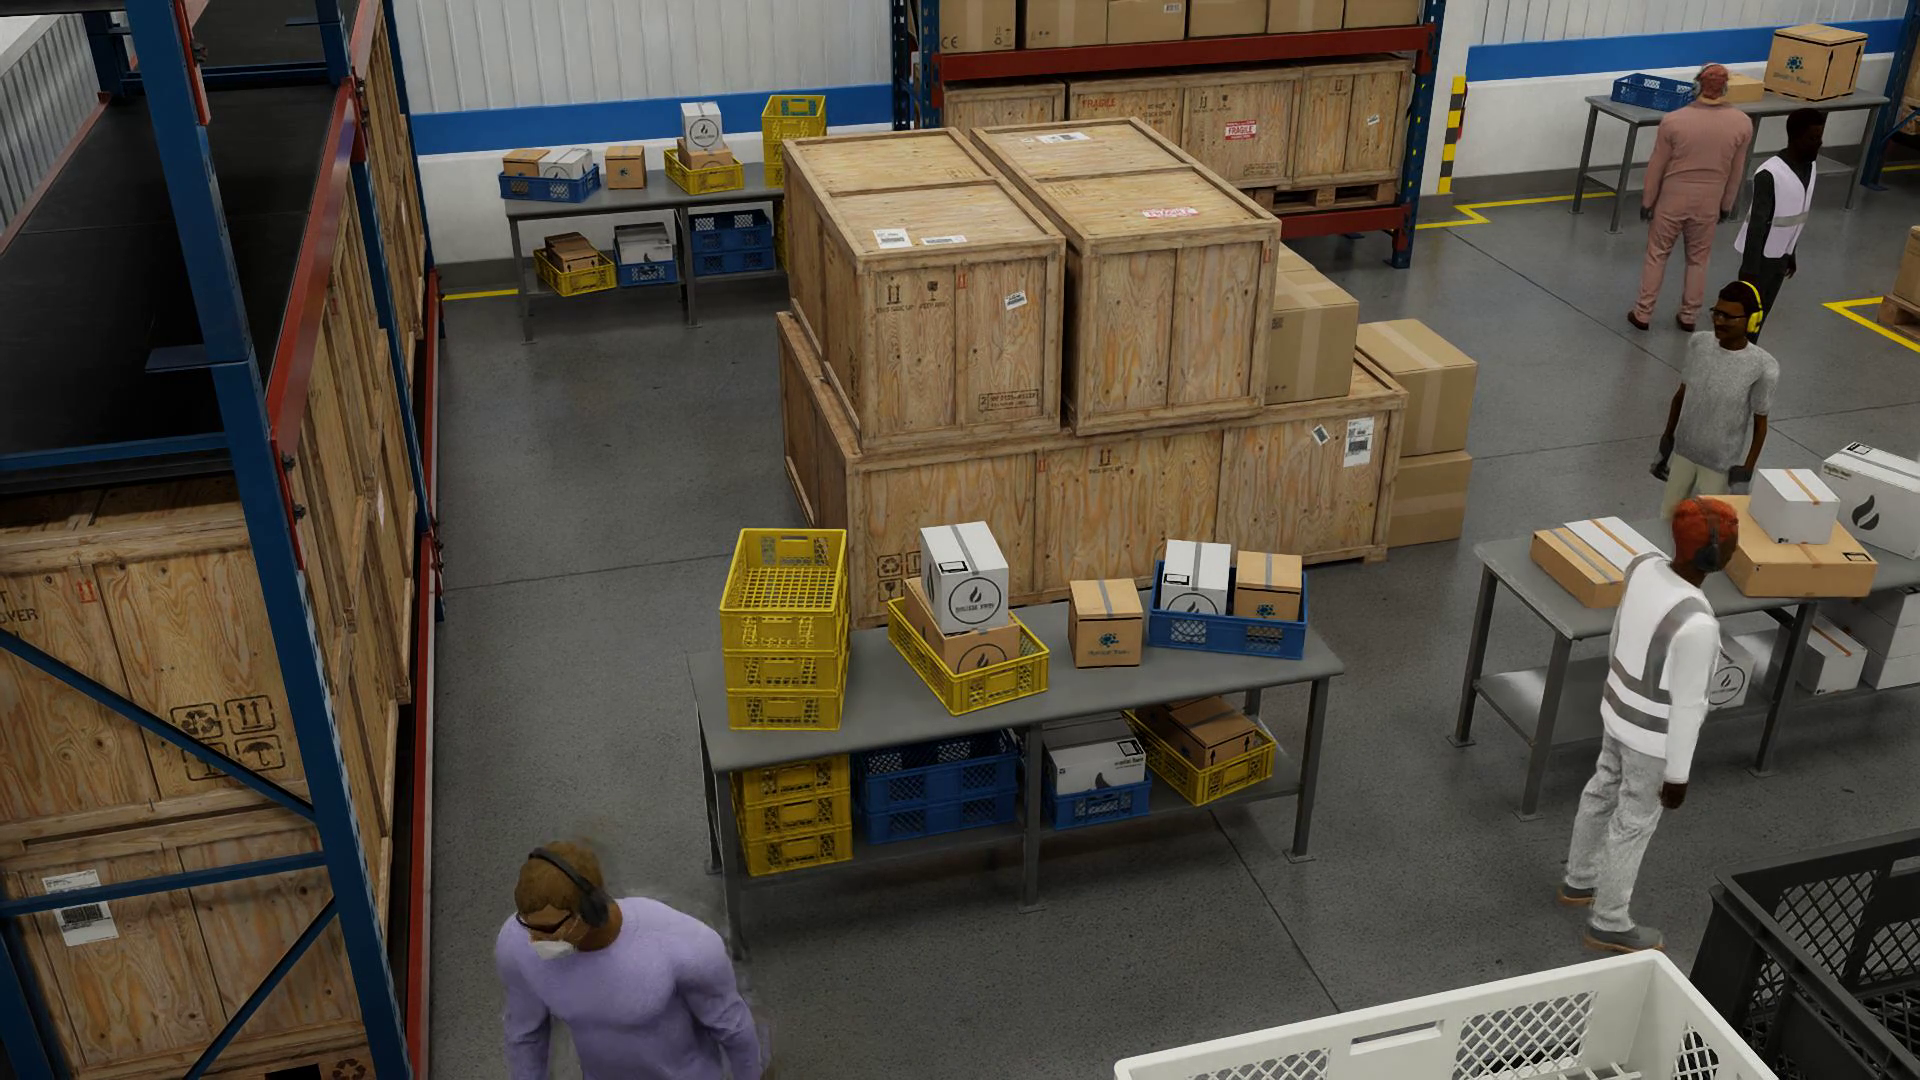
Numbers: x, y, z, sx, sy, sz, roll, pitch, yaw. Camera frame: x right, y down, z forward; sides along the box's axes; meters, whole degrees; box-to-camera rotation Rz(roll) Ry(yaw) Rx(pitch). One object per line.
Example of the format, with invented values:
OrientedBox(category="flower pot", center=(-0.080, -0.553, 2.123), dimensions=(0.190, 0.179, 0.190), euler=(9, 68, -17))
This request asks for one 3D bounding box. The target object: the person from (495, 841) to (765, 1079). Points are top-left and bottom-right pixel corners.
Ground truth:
OrientedBox(category="person", center=(-0.907, 1.546, 4.628), dimensions=(0.646, 1.876, 0.837), euler=(9, 30, 15))

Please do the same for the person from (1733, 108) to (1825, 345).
OrientedBox(category="person", center=(5.204, -1.829, 10.713), dimensions=(0.588, 1.920, 0.392), euler=(-23, 36, -35))

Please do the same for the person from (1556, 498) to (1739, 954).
OrientedBox(category="person", center=(2.560, 0.693, 6.179), dimensions=(0.353, 1.878, 0.590), euler=(-2, 29, -3))

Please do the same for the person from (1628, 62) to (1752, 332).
OrientedBox(category="person", center=(5.158, -2.417, 11.808), dimensions=(0.649, 1.899, 0.399), euler=(3, 29, 6))

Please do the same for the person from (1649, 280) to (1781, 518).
OrientedBox(category="person", center=(3.635, -0.382, 8.134), dimensions=(0.333, 1.873, 0.520), euler=(-17, 33, -28))
